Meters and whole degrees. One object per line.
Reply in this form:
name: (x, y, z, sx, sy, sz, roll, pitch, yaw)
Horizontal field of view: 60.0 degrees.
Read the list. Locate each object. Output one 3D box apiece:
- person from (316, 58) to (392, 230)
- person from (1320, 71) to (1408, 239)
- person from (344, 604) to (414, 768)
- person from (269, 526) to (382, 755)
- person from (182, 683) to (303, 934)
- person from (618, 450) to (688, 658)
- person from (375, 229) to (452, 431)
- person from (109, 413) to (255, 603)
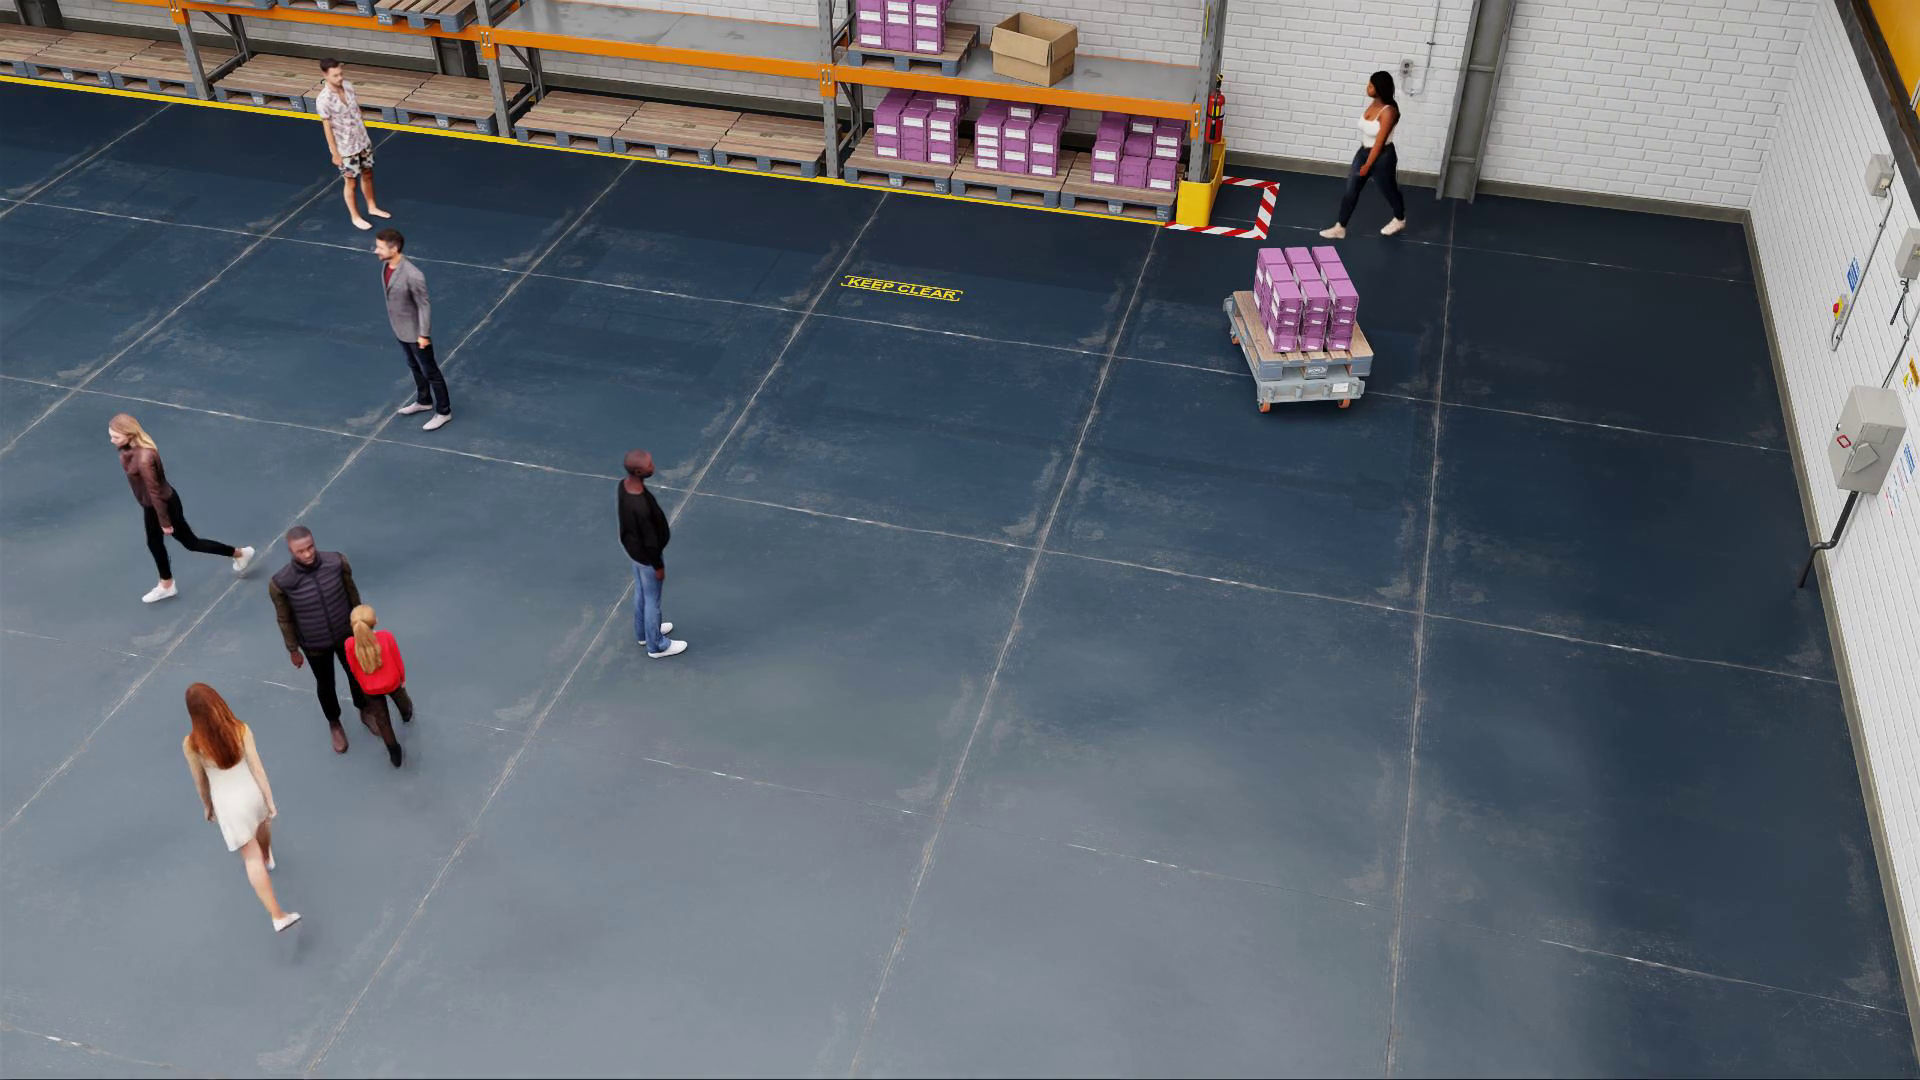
person: (-6.307, -4.107, 17.122, 0.640, 1.811, 0.713, 17, 42, 20)
person: (4.310, -3.842, 16.833, 1.258, 1.758, 1.027, -9, 39, -11)
person: (-3.893, 0.997, 11.175, 0.840, 1.257, 0.844, -14, 41, -17)
person: (-4.237, 0.637, 11.162, 0.775, 1.836, 0.793, -26, 45, -29)
person: (-4.305, 1.645, 10.047, 1.111, 1.652, 1.177, -19, 43, -23)
person: (-2.260, 0.088, 11.920, 0.739, 1.748, 0.680, -20, 43, -23)
person: (-4.690, -1.826, 14.216, 0.720, 1.874, 0.842, 31, 48, 33)
person: (-5.860, -0.269, 12.427, 1.123, 1.673, 1.096, -22, 43, -25)
